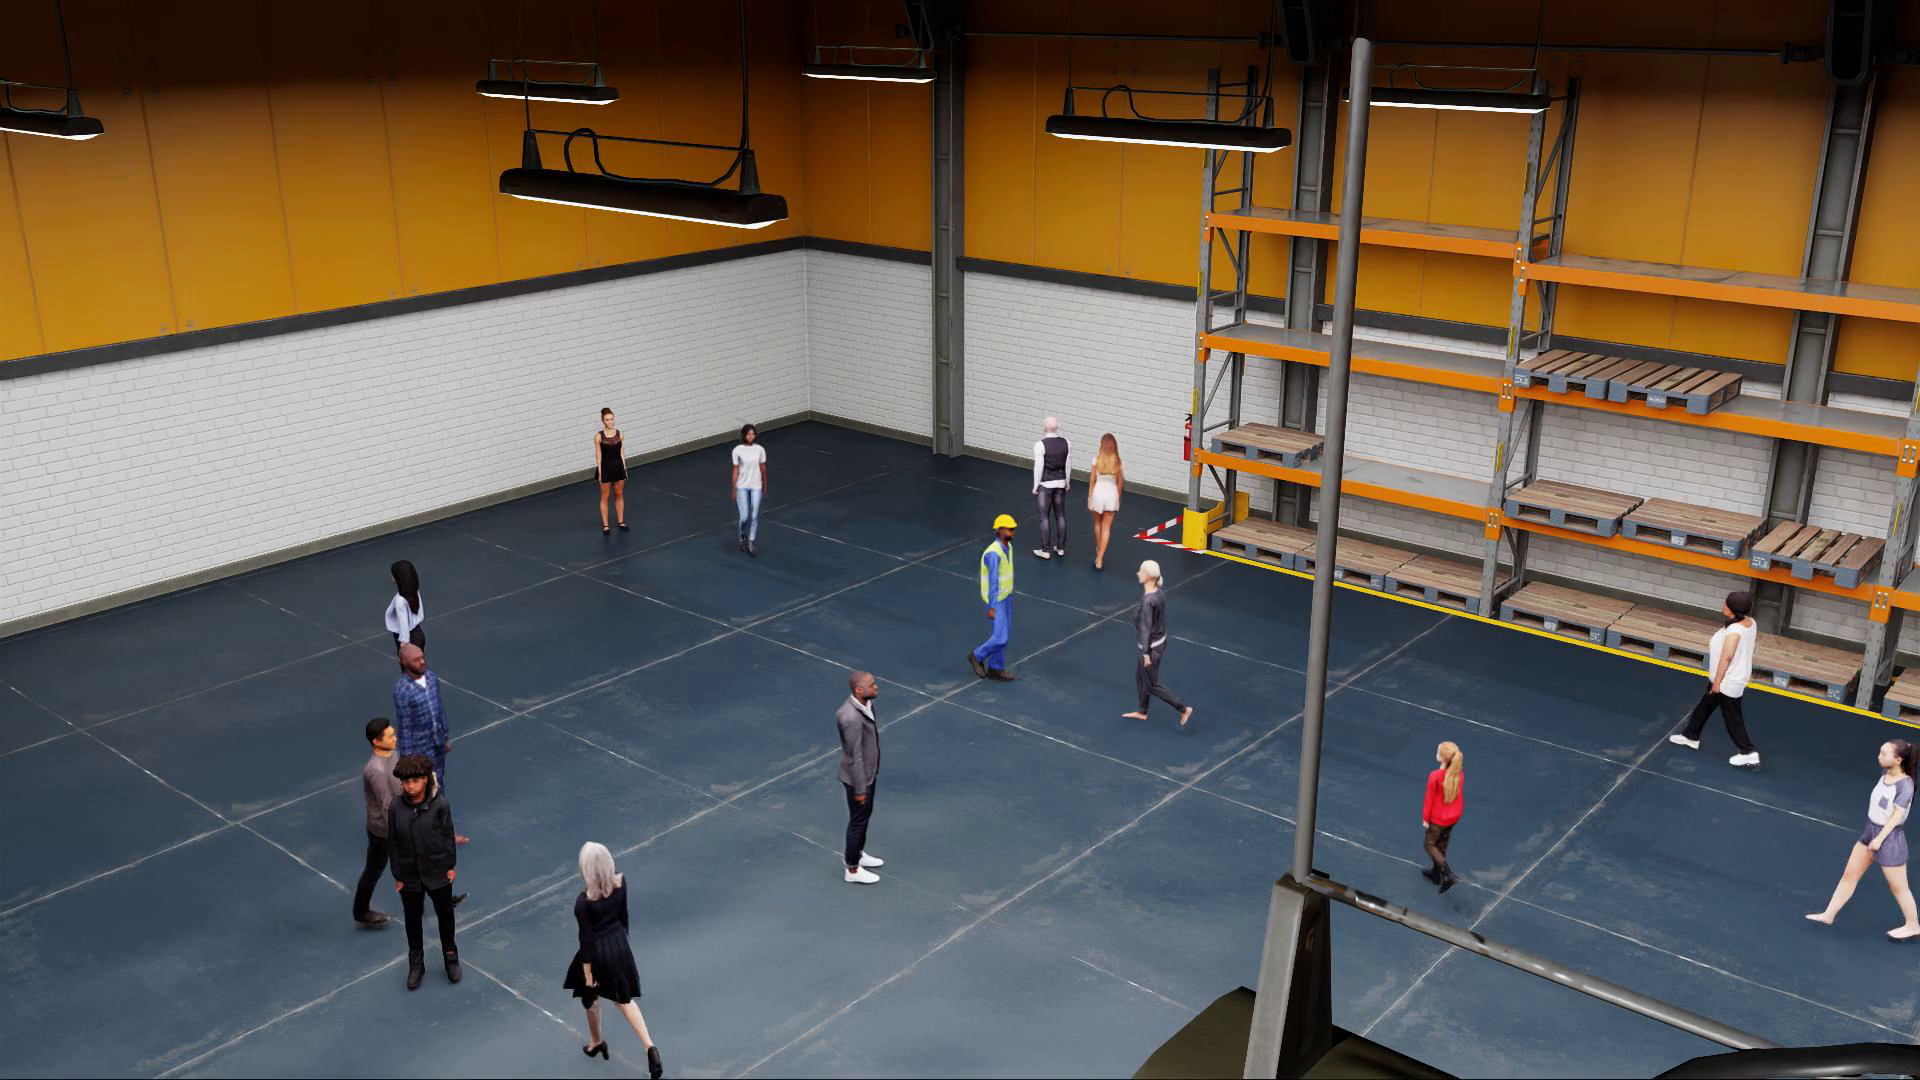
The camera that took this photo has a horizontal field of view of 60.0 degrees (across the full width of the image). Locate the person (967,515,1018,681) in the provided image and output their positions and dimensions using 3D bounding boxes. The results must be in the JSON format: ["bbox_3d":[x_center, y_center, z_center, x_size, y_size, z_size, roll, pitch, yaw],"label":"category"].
[{"bbox_3d":[0.325,0.601,17.308,0.843,1.800,0.792,9,21,26],"label":"person"}]

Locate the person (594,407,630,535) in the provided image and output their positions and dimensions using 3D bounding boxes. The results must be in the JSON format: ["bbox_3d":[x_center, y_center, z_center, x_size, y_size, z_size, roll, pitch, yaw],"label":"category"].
[{"bbox_3d":[-4.626,-0.930,22.050,0.636,1.675,0.641,-12,22,-32],"label":"person"}]

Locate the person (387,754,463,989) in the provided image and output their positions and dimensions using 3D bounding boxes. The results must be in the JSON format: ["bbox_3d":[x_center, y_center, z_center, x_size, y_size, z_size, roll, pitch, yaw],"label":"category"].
[{"bbox_3d":[-3.897,2.370,12.086,0.737,1.781,0.775,-5,19,-14],"label":"person"}]

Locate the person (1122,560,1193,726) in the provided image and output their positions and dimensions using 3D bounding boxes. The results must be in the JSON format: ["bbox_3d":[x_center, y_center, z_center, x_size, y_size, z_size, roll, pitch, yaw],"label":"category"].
[{"bbox_3d":[1.948,1.035,16.177,1.044,1.700,0.811,8,20,22],"label":"person"}]

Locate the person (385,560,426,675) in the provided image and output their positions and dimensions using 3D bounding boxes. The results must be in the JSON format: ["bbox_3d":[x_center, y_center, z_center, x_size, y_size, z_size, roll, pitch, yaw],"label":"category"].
[{"bbox_3d":[-5.326,1.027,16.132,0.772,1.743,0.735,0,19,0],"label":"person"}]

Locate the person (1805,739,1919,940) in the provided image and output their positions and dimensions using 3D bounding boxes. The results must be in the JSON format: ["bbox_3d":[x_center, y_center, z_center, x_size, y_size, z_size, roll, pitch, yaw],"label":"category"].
[{"bbox_3d":[7.087,2.301,12.566,1.117,1.605,0.988,1,19,3],"label":"person"}]

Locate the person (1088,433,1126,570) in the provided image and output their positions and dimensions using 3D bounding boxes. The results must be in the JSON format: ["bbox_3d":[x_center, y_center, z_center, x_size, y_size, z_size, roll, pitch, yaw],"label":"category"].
[{"bbox_3d":[1.801,-0.444,20.648,0.988,1.649,0.964,2,19,5],"label":"person"}]

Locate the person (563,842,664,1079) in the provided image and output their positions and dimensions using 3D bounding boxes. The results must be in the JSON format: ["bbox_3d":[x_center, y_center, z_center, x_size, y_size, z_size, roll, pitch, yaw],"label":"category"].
[{"bbox_3d":[-2.261,2.798,10.918,1.043,1.715,0.594,14,23,36],"label":"person"}]

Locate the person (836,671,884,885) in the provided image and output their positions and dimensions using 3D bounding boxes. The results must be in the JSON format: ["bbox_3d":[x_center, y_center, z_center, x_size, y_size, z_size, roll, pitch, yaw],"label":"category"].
[{"bbox_3d":[-0.827,1.898,13.431,0.772,1.815,0.788,3,19,10],"label":"person"}]

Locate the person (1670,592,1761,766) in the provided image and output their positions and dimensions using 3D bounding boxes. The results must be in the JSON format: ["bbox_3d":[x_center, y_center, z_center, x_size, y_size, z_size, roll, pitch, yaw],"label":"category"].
[{"bbox_3d":[7.182,1.308,15.443,1.050,1.651,0.641,15,24,38],"label":"person"}]

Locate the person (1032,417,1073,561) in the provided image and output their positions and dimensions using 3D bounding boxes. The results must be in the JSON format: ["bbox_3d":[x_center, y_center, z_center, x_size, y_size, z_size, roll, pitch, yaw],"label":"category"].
[{"bbox_3d":[1.149,-0.668,21.039,0.771,1.823,0.729,-9,21,-26],"label":"person"}]

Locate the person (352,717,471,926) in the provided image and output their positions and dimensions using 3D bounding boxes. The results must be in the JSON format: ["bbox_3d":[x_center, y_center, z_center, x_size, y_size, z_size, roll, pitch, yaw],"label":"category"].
[{"bbox_3d":[-4.465,2.191,12.704,1.197,1.724,1.093,4,19,10],"label":"person"}]

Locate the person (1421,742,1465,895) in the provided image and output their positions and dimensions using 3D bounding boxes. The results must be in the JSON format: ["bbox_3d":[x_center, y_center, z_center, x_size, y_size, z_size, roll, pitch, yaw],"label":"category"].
[{"bbox_3d":[3.890,2.232,13.290,0.683,1.273,0.820,-7,20,-21],"label":"person"}]

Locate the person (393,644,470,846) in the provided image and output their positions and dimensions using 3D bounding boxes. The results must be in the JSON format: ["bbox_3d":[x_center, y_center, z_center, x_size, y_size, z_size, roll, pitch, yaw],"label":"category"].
[{"bbox_3d":[-4.585,1.707,14.036,1.166,1.792,0.914,6,20,18],"label":"person"}]

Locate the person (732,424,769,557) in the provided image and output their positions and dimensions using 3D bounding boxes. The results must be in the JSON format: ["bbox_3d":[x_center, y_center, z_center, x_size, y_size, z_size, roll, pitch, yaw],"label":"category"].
[{"bbox_3d":[-2.710,-0.657,21.174,0.737,1.716,0.777,-8,20,-23],"label":"person"}]
